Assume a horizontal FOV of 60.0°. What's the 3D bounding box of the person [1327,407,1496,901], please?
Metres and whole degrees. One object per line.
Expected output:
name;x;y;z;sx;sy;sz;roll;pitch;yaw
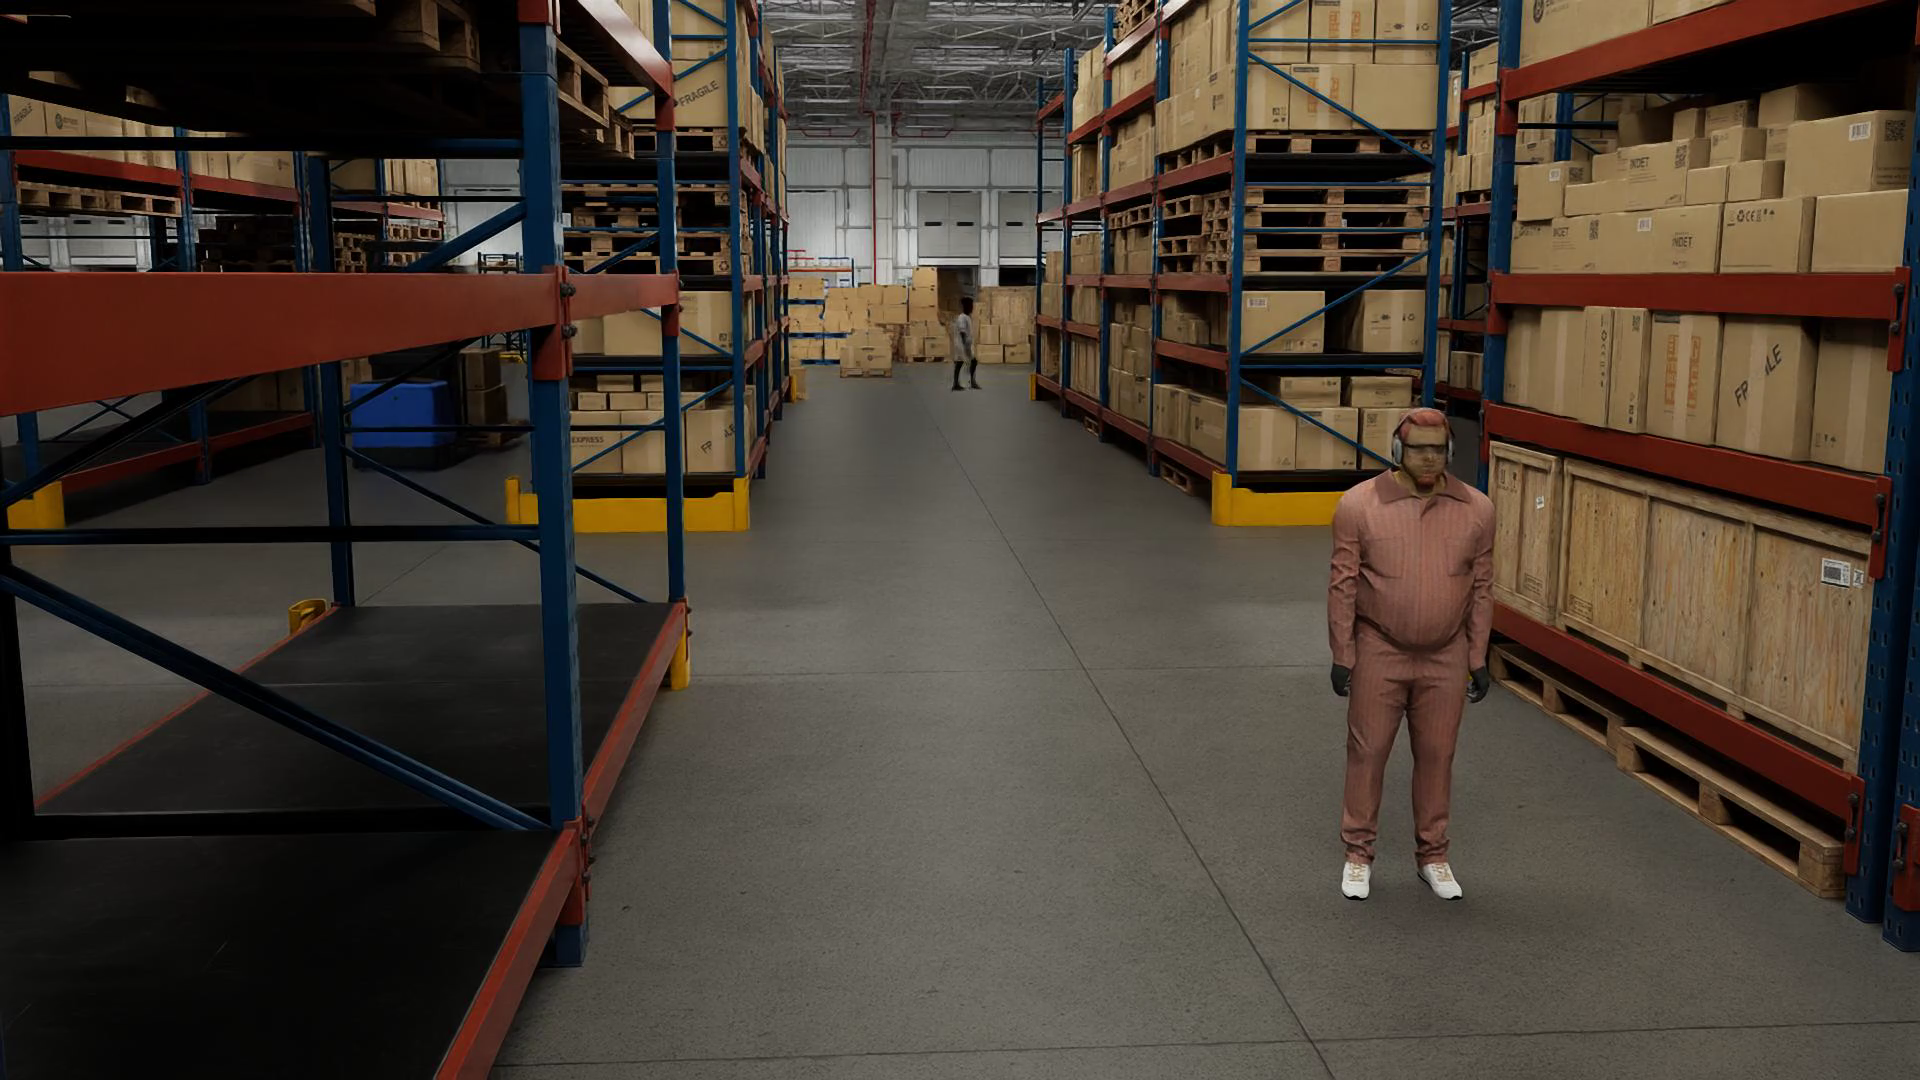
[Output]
person;1.738;0.441;6.409;0.643;1.908;0.411;0;9;0

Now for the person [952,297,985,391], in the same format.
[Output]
person;0.184;-4.031;34.344;0.795;1.939;0.602;3;10;19

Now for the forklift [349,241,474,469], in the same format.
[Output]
forklift;-6.949;-2.358;20.935;1.129;2.768;1.873;-1;9;-4
